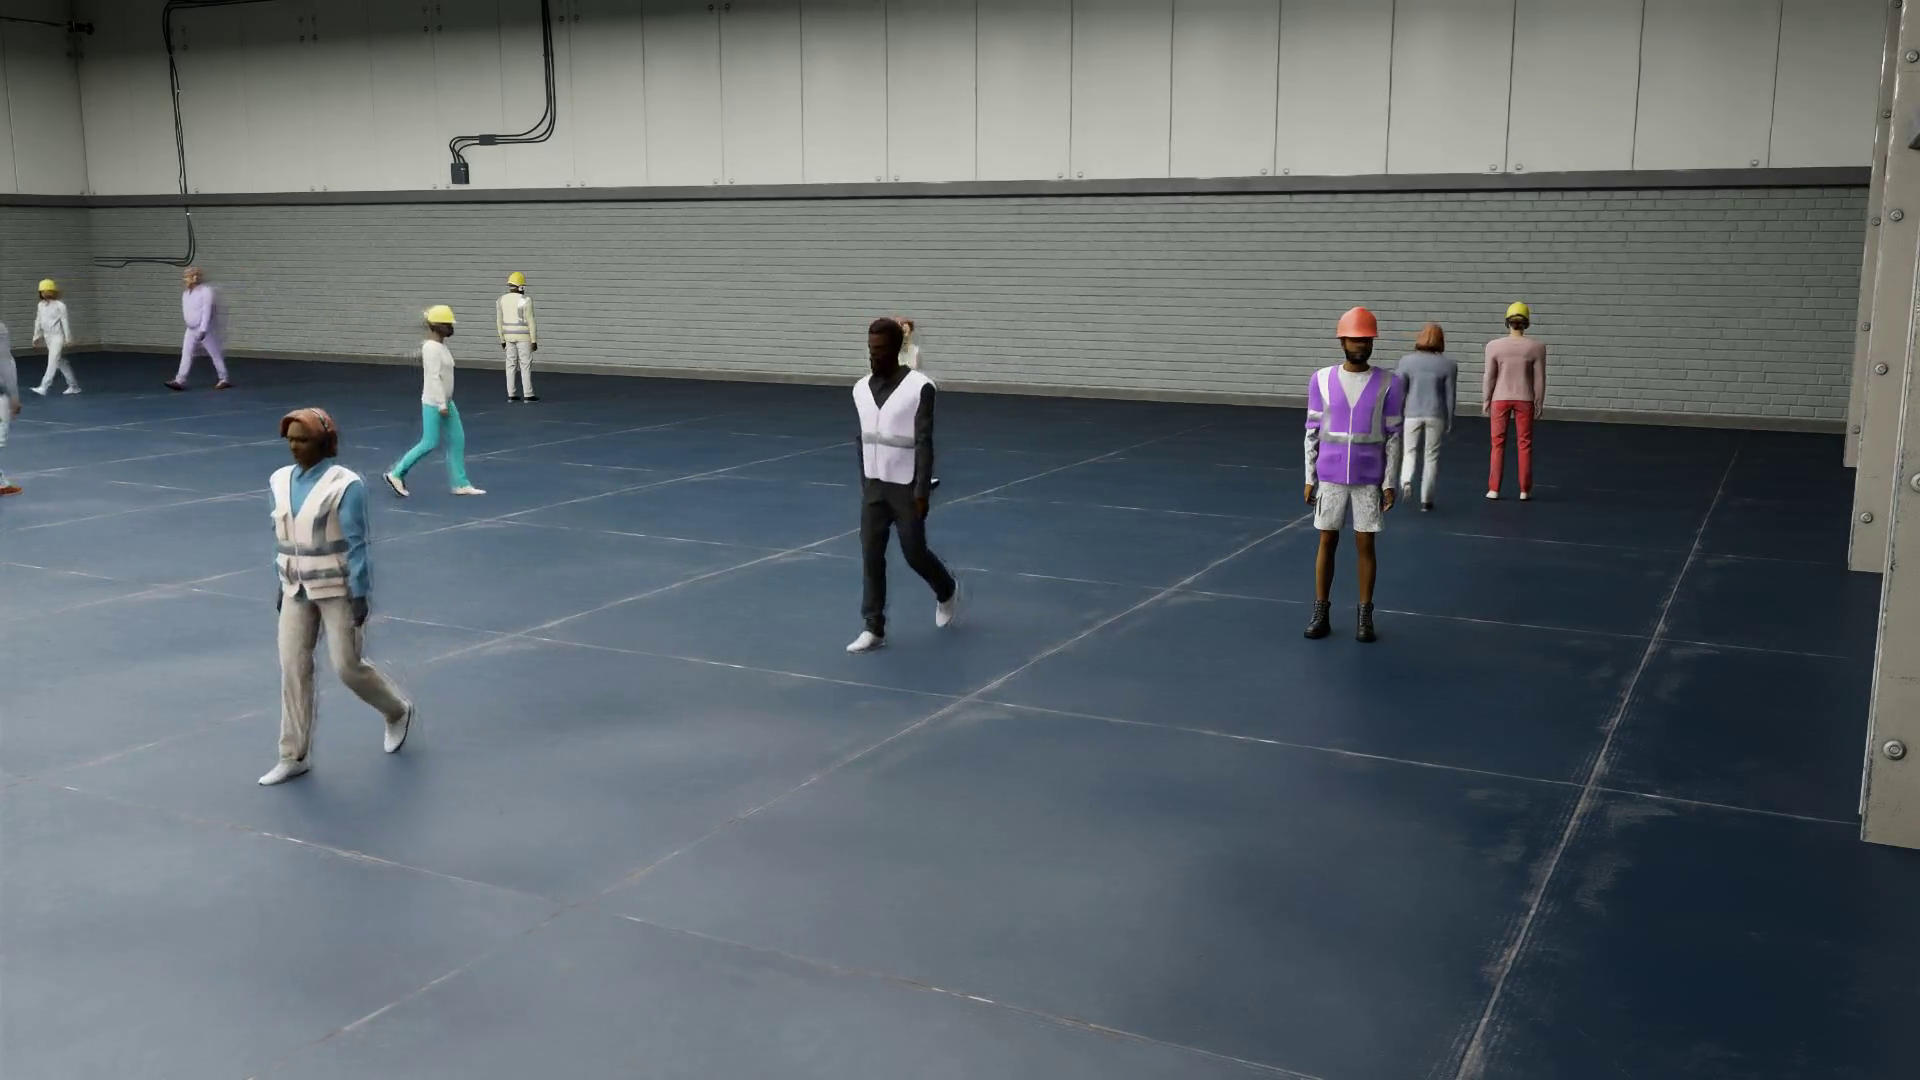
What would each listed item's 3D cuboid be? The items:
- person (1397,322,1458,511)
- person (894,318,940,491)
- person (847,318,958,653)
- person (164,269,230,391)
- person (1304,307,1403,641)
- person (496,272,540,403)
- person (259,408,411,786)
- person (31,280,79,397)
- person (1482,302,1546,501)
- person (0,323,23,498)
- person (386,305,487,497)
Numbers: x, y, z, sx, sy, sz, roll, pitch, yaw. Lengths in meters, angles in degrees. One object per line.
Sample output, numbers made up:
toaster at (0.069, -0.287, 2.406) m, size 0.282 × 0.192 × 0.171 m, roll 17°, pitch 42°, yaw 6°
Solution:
person at (3.935, -1.028, 14.117) m, size 0.507 × 1.622 × 0.453 m, roll 4°, pitch 11°, yaw 21°
person at (-0.515, -1.224, 15.198) m, size 0.540 × 1.590 × 0.862 m, roll -7°, pitch 12°, yaw -32°
person at (-0.340, -0.332, 9.564) m, size 0.595 × 1.897 × 0.816 m, roll 7°, pitch 13°, yaw 34°
person at (-11.577, -3.176, 25.215) m, size 0.639 × 1.842 × 1.041 m, roll 5°, pitch 11°, yaw 24°
person at (2.269, -0.376, 9.666) m, size 0.547 × 1.942 × 0.344 m, roll 3°, pitch 11°, yaw 18°
person at (-6.204, -2.842, 23.409) m, size 0.602 × 1.830 × 0.404 m, roll 4°, pitch 11°, yaw 19°
person at (-2.782, 0.222, 7.290) m, size 0.531 × 1.619 × 0.693 m, roll 4°, pitch 11°, yaw 23°
person at (-13.336, -2.954, 24.404) m, size 0.493 × 1.692 × 0.939 m, roll 4°, pitch 11°, yaw 21°
person at (4.915, -1.225, 14.780) m, size 0.533 × 1.765 × 0.330 m, roll 3°, pitch 11°, yaw 16°
person at (-8.653, -1.274, 14.642) m, size 0.637 × 1.920 × 0.829 m, roll 2°, pitch 11°, yaw 10°
person at (-4.749, -1.238, 14.924) m, size 0.791 × 1.737 × 0.527 m, roll 0°, pitch 10°, yaw 1°
